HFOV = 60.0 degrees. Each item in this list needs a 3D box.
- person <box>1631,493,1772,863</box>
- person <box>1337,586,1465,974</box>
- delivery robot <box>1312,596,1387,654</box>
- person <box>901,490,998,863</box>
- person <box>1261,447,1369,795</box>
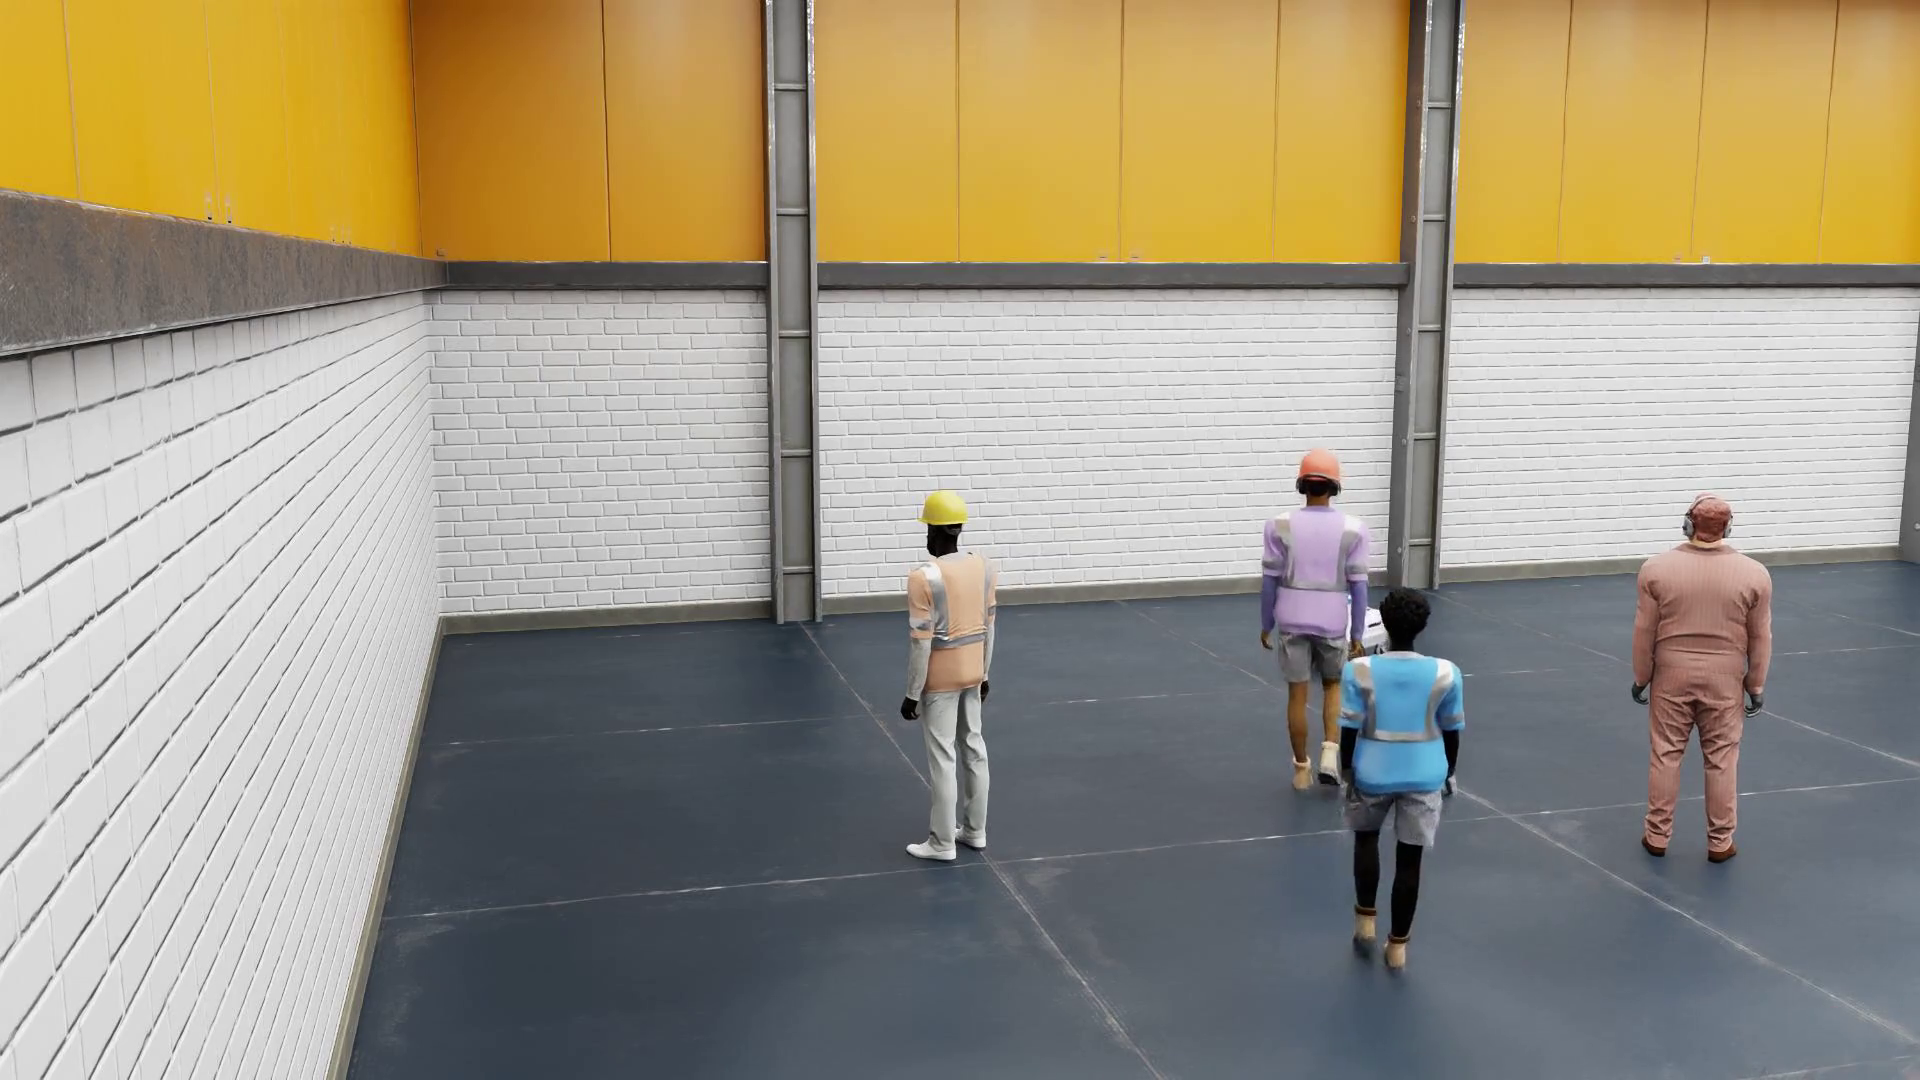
[{"bbox_3d":[3.814,0.711,8.593,0.652,1.908,0.409,4,10,23],"label":"person"},{"bbox_3d":[1.927,1.028,7.308,0.545,1.673,0.530,2,9,12],"label":"person"},{"bbox_3d":[2.968,0.672,12.756,0.707,0.478,0.477,-9,13,-44],"label":"delivery robot"},{"bbox_3d":[-0.066,0.702,8.591,0.585,1.928,0.370,-9,13,-44],"label":"person"},{"bbox_3d":[2.048,0.474,9.677,0.602,2.031,0.426,2,9,10],"label":"person"}]
